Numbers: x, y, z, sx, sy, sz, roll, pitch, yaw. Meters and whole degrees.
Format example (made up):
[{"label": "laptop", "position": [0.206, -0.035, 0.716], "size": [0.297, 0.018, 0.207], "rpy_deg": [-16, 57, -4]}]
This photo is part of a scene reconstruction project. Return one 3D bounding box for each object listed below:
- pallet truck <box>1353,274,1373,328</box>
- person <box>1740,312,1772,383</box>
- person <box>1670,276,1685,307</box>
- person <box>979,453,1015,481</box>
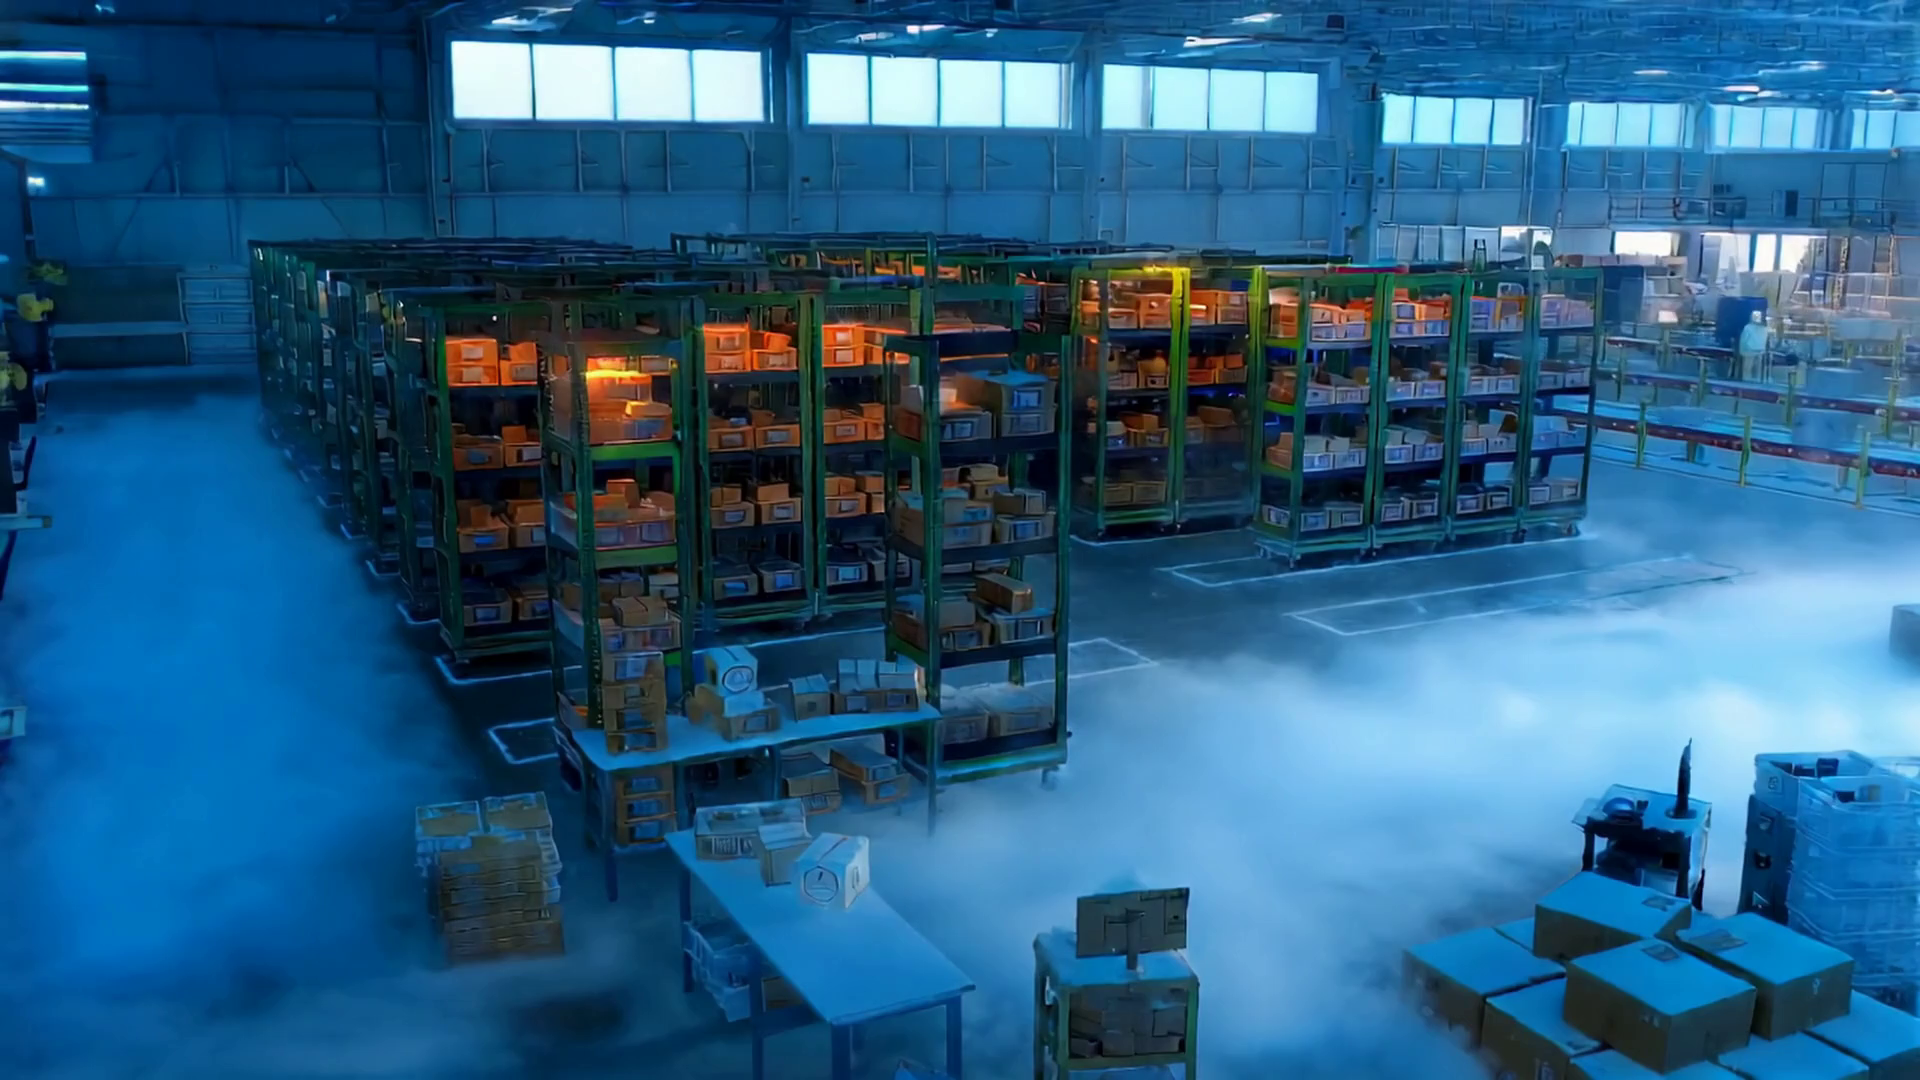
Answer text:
[{"label": "pallet truck", "position": [13.011, -8.050, 55.243], "size": [0.823, 1.965, 1.885], "rpy_deg": [-7, 14, -28]}, {"label": "person", "position": [18.014, -4.228, 37.647], "size": [0.709, 1.889, 0.401], "rpy_deg": [1, 12, 3]}, {"label": "person", "position": [21.308, -6.842, 49.542], "size": [0.473, 2.026, 0.620], "rpy_deg": [-4, 13, -19]}, {"label": "person", "position": [0.576, -1.284, 23.600], "size": [0.622, 1.993, 0.382], "rpy_deg": [0, 12, -2]}]
